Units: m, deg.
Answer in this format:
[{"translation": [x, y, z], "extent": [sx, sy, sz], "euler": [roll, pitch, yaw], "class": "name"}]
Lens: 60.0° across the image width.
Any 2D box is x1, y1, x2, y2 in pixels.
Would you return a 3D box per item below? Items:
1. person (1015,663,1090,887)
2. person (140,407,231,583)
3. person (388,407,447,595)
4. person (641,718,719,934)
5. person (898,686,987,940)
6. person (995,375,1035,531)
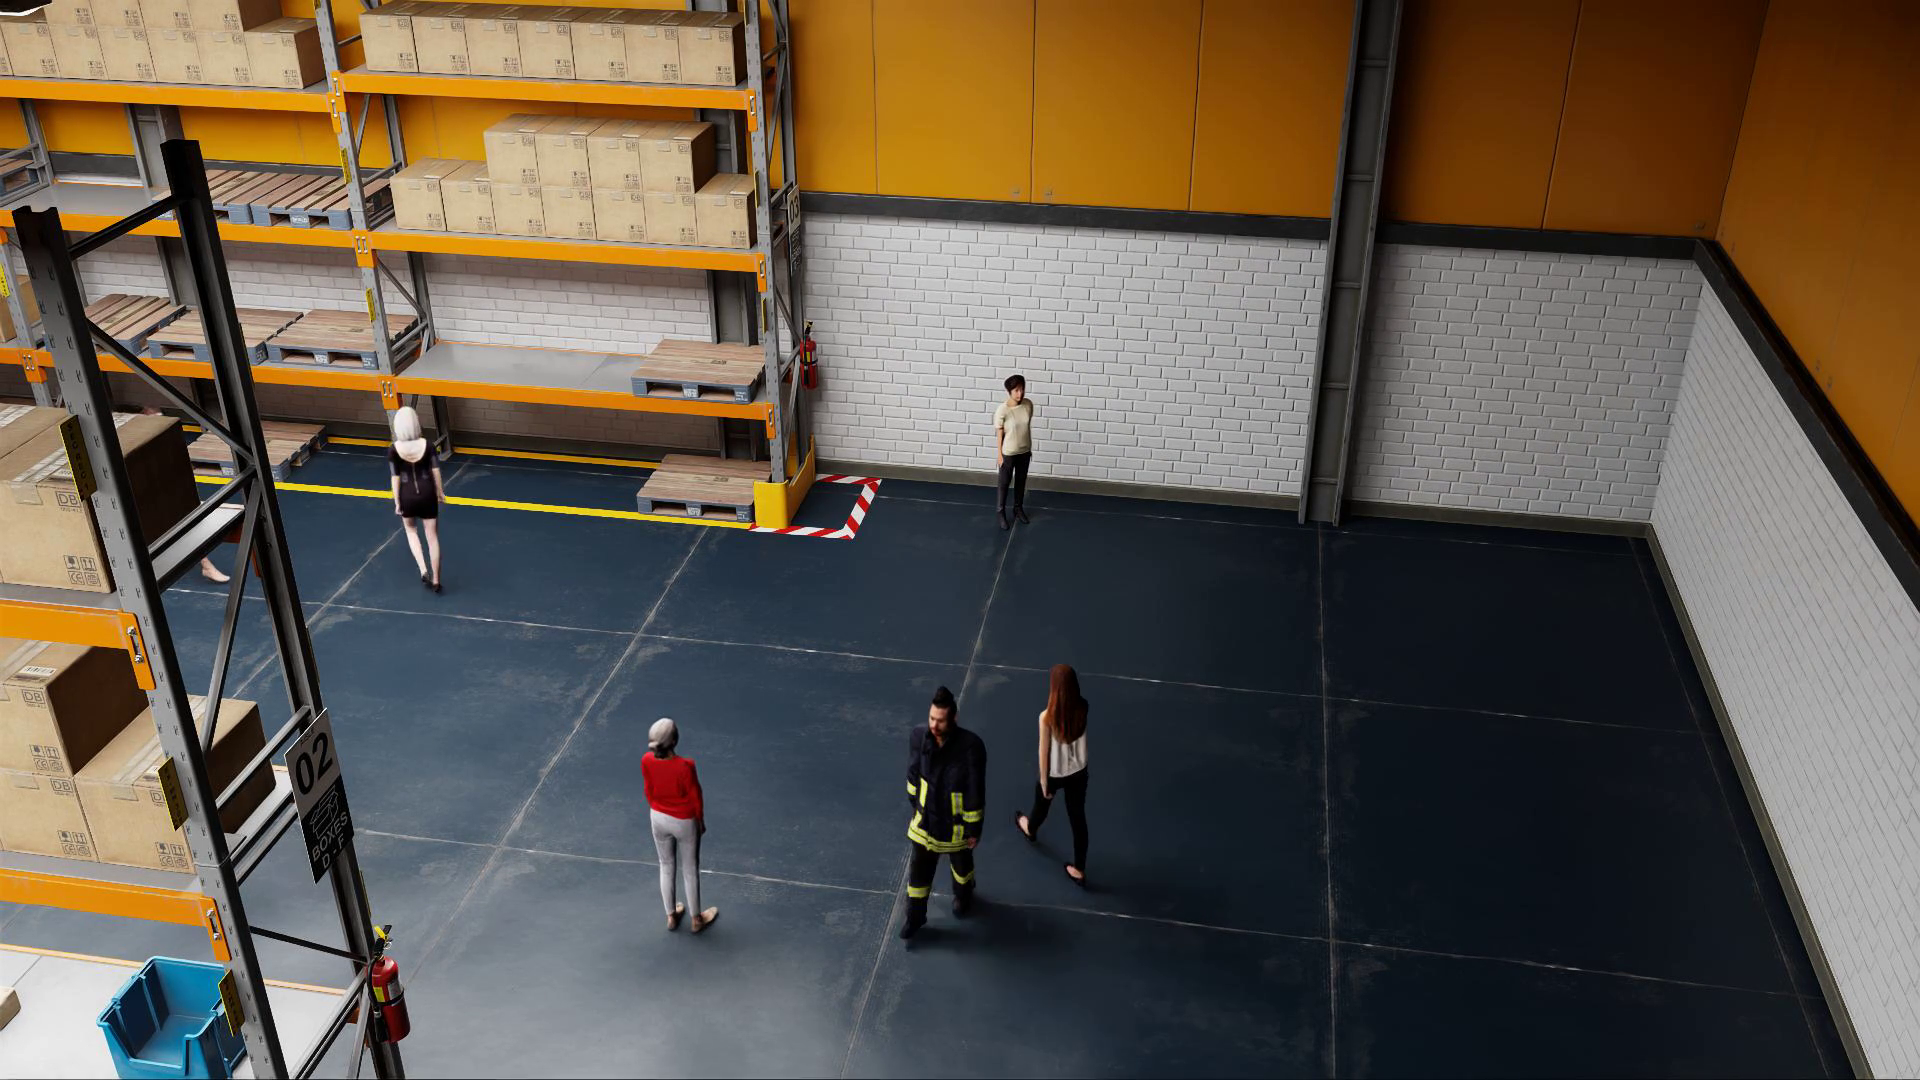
[{"translation": [0.771, 1.660, 11.531], "extent": [1.047, 1.685, 0.999], "euler": [-11, 31, -20], "class": "person"}, {"translation": [-7.258, -0.387, 15.190], "extent": [1.154, 1.775, 0.739], "euler": [1, 29, 1], "class": "person"}, {"translation": [-4.874, -0.315, 15.015], "extent": [0.718, 1.816, 0.795], "euler": [-11, 30, -19], "class": "person"}, {"translation": [-1.896, 1.897, 11.089], "extent": [0.506, 1.693, 0.626], "euler": [8, 30, 15], "class": "person"}, {"translation": [-0.049, 1.750, 11.203], "extent": [0.949, 1.842, 0.926], "euler": [9, 30, 17], "class": "person"}, {"translation": [0.536, -0.876, 16.282], "extent": [0.627, 1.588, 0.706], "euler": [-16, 32, -27], "class": "person"}]
